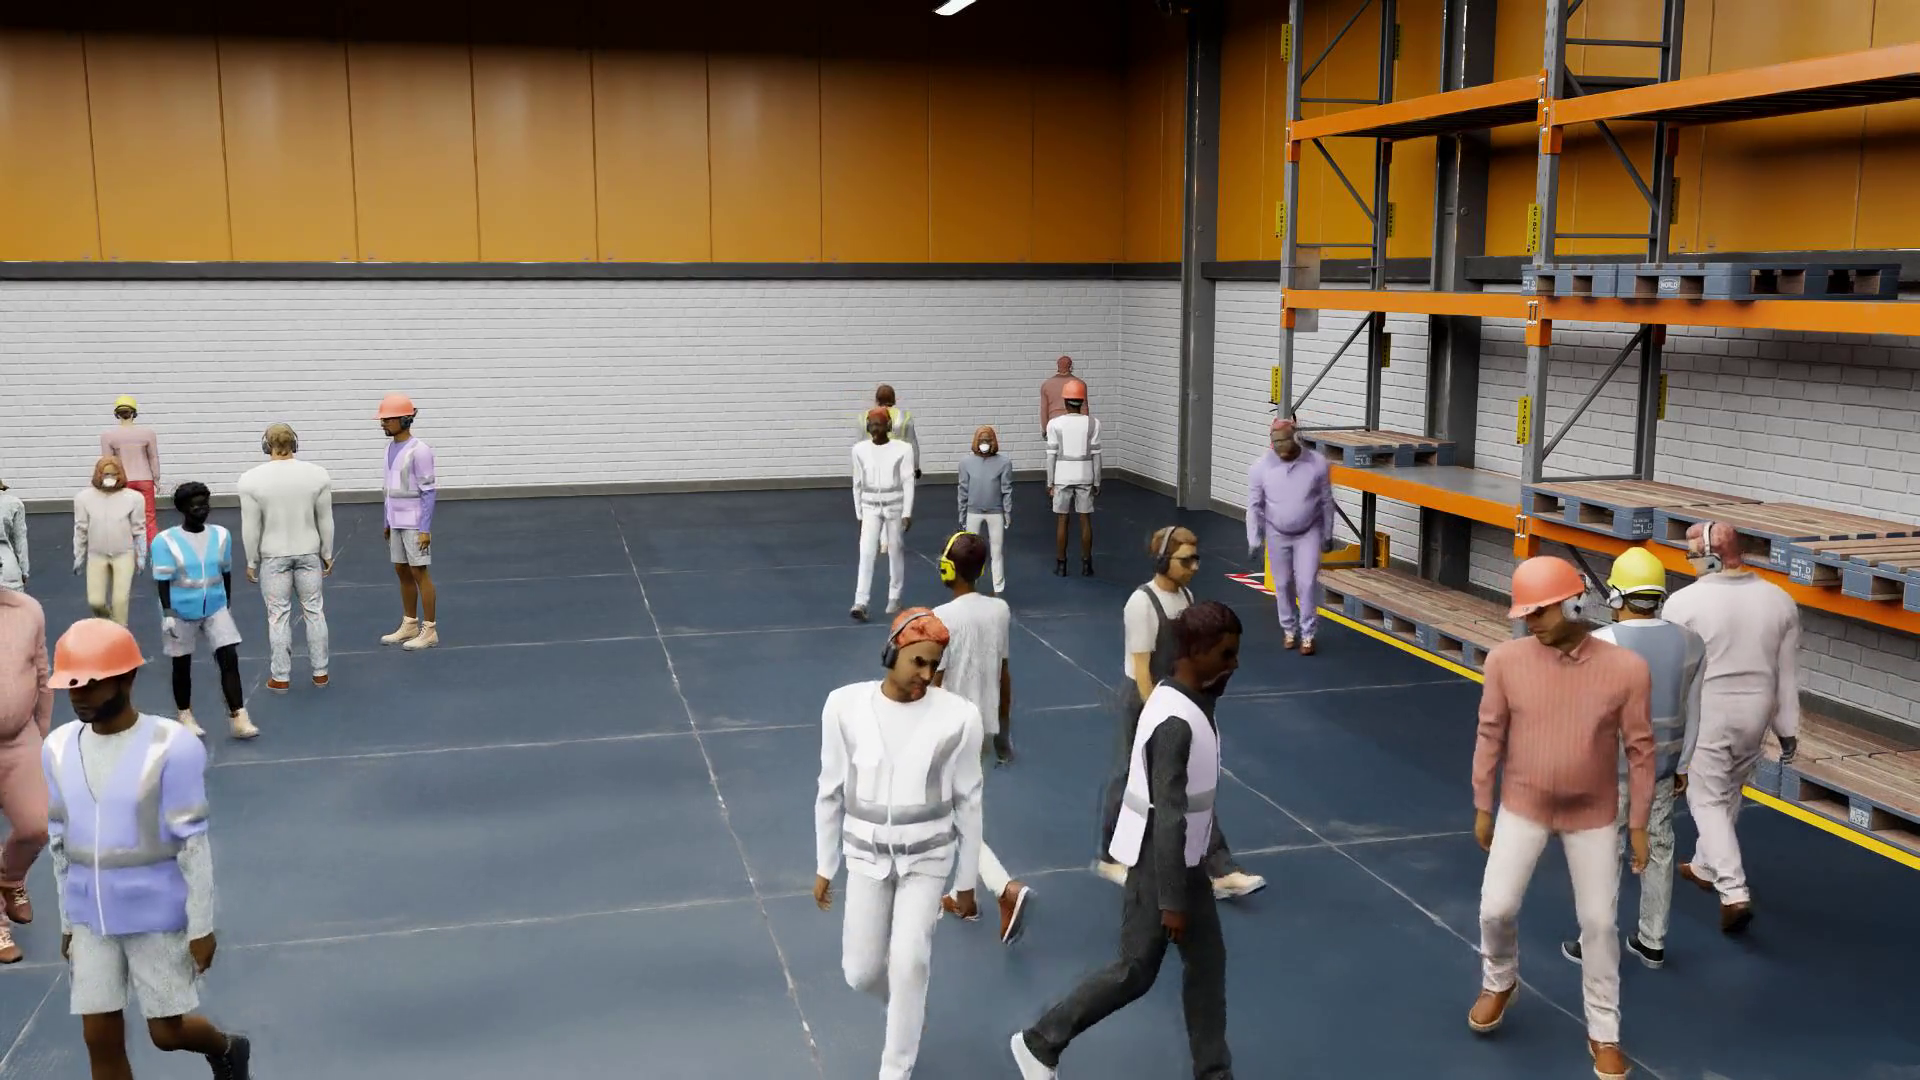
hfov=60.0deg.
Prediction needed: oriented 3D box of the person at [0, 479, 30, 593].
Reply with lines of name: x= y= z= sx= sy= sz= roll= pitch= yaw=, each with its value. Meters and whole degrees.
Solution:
person: x=-6.812 y=0.248 z=11.699 sx=0.295 sy=1.744 sz=0.492 roll=8 pitch=12 yaw=39

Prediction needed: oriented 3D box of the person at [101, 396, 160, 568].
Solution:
person: x=-8.356 y=-0.575 z=16.791 sx=0.523 sy=1.760 sz=0.327 roll=-5 pitch=11 yaw=-31

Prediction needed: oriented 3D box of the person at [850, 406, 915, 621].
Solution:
person: x=-0.681 y=-0.222 z=14.348 sx=0.581 sy=1.834 sz=0.959 roll=2 pitch=9 yaw=10

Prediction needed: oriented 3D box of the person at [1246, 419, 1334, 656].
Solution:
person: x=2.587 y=-0.026 z=13.065 sx=0.673 sy=1.855 sz=0.653 roll=2 pitch=9 yaw=13

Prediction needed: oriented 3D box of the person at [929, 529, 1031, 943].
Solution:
person: x=0.080 y=0.877 z=7.469 sx=0.514 sy=1.853 sz=0.696 roll=-8 pitch=12 yaw=-42

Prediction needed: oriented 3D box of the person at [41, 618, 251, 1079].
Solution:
person: x=-2.657 y=1.171 z=5.409 sx=0.555 sy=1.916 sz=0.711 roll=1 pitch=9 yaw=7

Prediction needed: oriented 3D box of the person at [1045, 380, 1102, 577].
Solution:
person: x=1.114 y=-0.599 z=16.395 sx=0.566 sy=1.935 sz=0.379 roll=0 pitch=9 yaw=-1

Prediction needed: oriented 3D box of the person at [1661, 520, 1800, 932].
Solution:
person: x=3.539 y=0.835 z=7.700 sx=0.673 sy=1.860 sz=0.934 roll=0 pitch=9 yaw=-3

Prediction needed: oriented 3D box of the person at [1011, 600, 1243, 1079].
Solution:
person: x=0.658 y=1.124 z=5.847 sx=0.899 sy=1.881 sz=0.617 roll=2 pitch=9 yaw=14

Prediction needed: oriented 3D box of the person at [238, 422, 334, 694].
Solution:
person: x=-4.780 y=0.127 z=11.852 sx=0.630 sy=1.938 sz=0.372 roll=-6 pitch=11 yaw=-33

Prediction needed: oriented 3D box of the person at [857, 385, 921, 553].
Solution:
person: x=-0.769 y=-0.770 z=17.935 sx=0.640 sy=1.792 sz=0.978 roll=3 pitch=9 yaw=16

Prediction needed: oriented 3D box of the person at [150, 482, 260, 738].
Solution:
person: x=-4.794 y=0.470 z=10.526 sx=0.748 sy=1.668 sz=0.546 roll=8 pitch=12 yaw=41

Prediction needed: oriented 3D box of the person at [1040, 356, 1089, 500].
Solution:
person: x=1.390 y=-1.477 z=21.977 sx=0.639 sy=1.903 sz=0.409 roll=2 pitch=9 yaw=11

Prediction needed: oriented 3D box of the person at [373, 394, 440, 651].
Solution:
person: x=-4.413 y=-0.141 z=13.197 sx=0.614 sy=2.040 sz=0.390 roll=8 pitch=12 yaw=41

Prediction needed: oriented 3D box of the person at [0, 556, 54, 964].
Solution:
person: x=-4.256 y=0.889 z=7.239 sx=0.480 sy=1.892 sz=0.647 roll=7 pitch=12 yaw=39

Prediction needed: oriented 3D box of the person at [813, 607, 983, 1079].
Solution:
person: x=-0.207 y=1.125 z=5.887 sx=0.593 sy=1.851 sz=0.660 roll=2 pitch=9 yaw=10

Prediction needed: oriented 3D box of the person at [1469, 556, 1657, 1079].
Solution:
person: x=2.252 y=1.023 z=6.250 sx=0.646 sy=1.959 sz=0.420 roll=3 pitch=10 yaw=20

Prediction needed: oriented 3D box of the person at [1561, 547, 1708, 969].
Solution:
person: x=2.845 y=0.941 z=7.097 sx=0.586 sy=1.833 sz=0.403 roll=-1 pitch=9 yaw=-8

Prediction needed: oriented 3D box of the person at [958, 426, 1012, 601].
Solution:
person: x=0.226 y=-0.226 z=15.037 sx=0.497 sy=1.626 sz=0.287 roll=1 pitch=9 yaw=5

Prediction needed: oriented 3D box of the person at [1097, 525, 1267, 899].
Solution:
person: x=1.024 y=0.835 z=7.876 sx=0.517 sy=1.795 sz=0.952 roll=-9 pitch=13 yaw=-44

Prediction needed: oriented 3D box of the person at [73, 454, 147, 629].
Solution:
person: x=-6.501 y=0.138 z=12.749 sx=0.527 sy=1.612 sz=0.418 roll=-4 pitch=10 yaw=-22
